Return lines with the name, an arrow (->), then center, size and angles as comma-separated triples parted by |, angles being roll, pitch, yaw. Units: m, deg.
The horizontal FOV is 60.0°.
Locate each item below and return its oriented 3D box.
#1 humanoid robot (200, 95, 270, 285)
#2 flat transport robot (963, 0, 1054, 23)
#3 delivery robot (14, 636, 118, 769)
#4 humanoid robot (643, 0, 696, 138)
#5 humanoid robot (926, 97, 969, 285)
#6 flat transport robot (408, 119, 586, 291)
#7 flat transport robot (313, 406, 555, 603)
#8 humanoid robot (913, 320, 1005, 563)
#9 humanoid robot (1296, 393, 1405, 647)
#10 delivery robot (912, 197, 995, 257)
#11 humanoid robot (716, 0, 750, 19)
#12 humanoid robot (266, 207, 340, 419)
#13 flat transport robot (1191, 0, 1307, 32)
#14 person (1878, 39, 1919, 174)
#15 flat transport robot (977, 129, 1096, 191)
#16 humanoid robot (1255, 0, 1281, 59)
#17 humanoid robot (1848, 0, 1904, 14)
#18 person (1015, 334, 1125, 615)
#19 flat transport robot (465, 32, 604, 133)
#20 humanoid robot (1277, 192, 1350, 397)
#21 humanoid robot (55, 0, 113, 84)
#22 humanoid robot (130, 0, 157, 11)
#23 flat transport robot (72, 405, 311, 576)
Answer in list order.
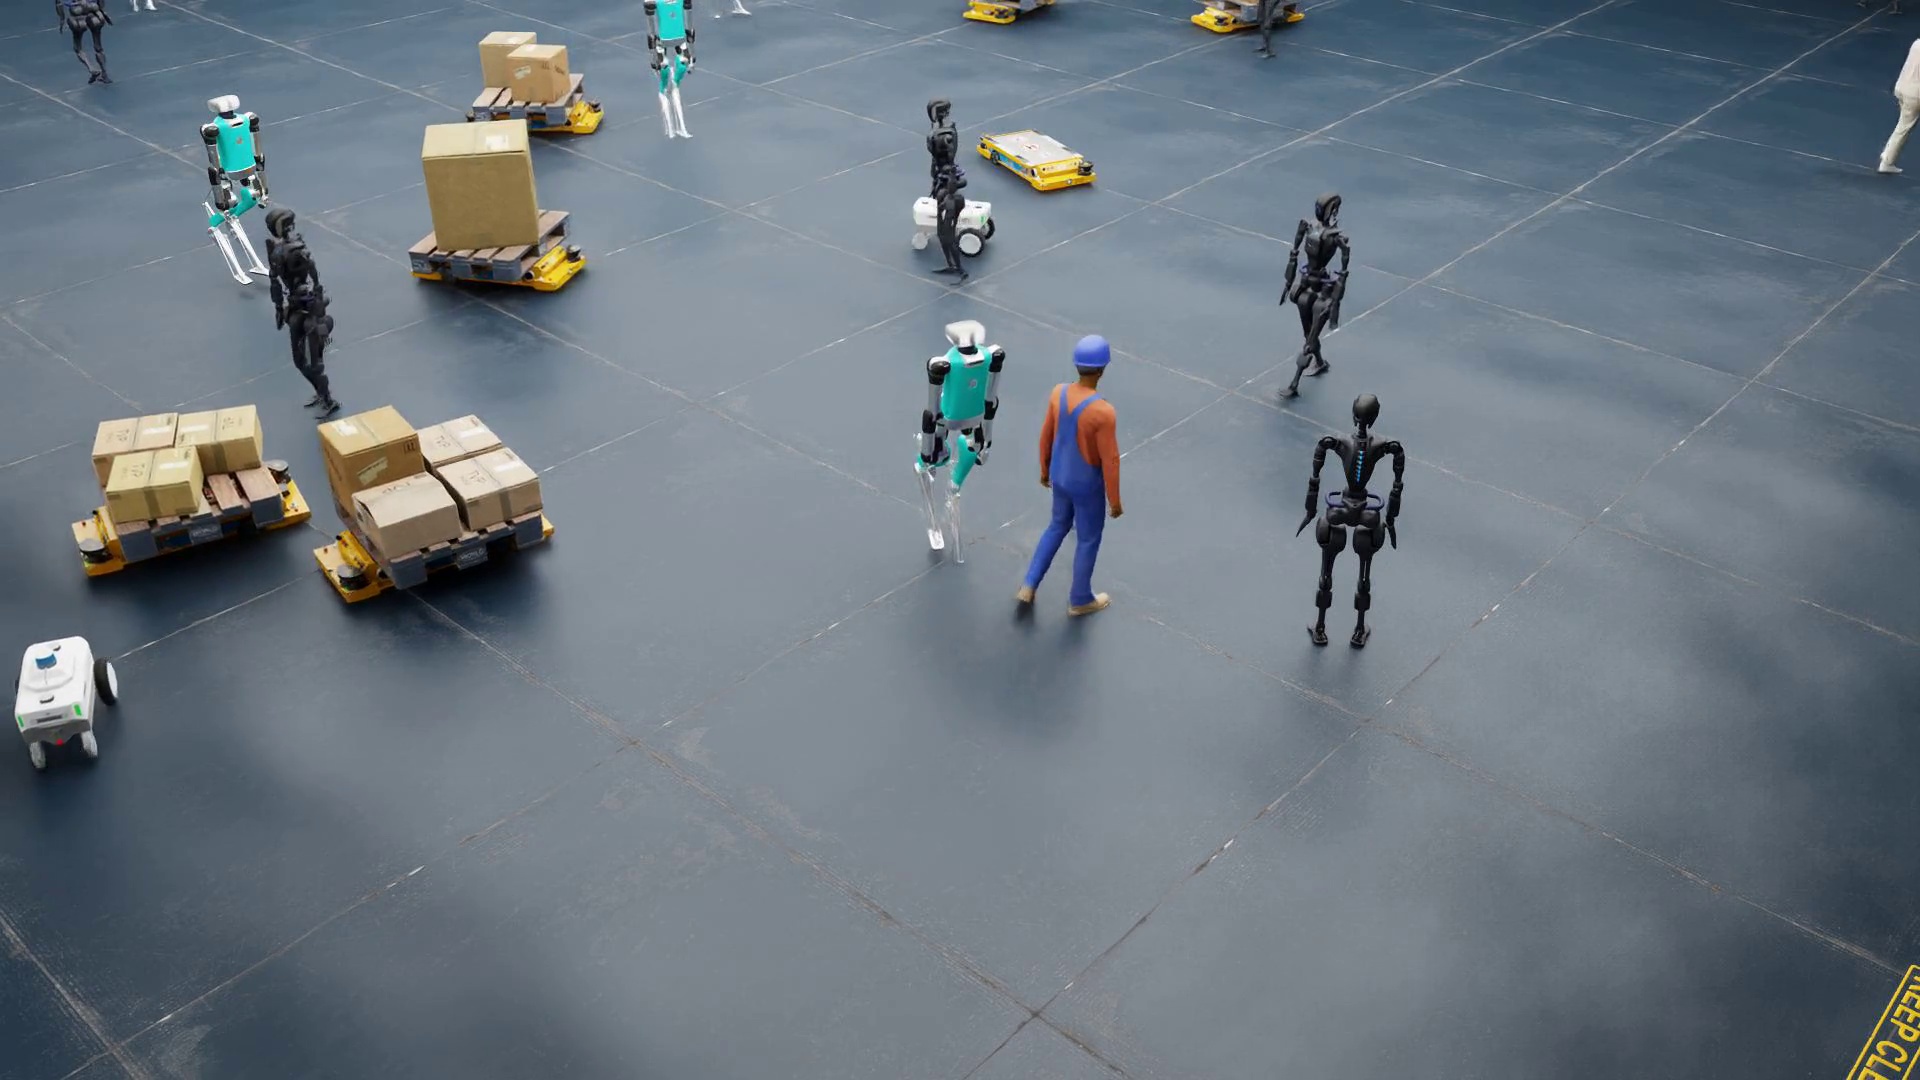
humanoid robot -> -6.452, -3.115, 14.651 | 0.735, 1.677, 0.533 | 19, 37, 28
flat transport robot -> 0.703, -7.474, 23.190 | 0.659, 0.231, 1.431 | 18, 36, 26
delivery robot -> -5.133, 0.883, 9.477 | 0.499, 0.610, 0.814 | -11, 34, -18
humanoid robot -> -3.216, -5.299, 18.310 | 0.540, 1.808, 0.633 | -16, 35, -24
humanoid robot -> -0.115, -3.141, 14.879 | 0.335, 1.649, 0.589 | -11, 33, -17
flat transport robot -> -4.243, -2.540, 15.243 | 1.431, 0.231, 0.659 | 7, 33, 11
flat transport robot -> -3.505, 0.003, 11.149 | 1.431, 0.231, 0.659 | -21, 38, -30
humanoid robot -> -0.107, -0.662, 10.871 | 0.553, 1.814, 0.763 | -18, 36, -26
humanoid robot -> 2.343, -0.122, 10.003 | 0.599, 1.657, 0.315 | 5, 32, 9
delivery robot -> -0.069, -3.025, 15.749 | 0.793, 0.590, 0.499 | 7, 33, 11
humanoid robot -> -3.114, -7.920, 22.625 | 0.749, 1.905, 0.548 | 8, 33, 13
humanoid robot -> -4.979, -1.727, 12.598 | 0.588, 1.655, 0.326 | 17, 36, 26
flat transport robot -> 3.933, -7.182, 22.720 | 1.431, 0.231, 0.659 | -16, 35, -24
person -> 9.937, -4.622, 17.255 | 0.442, 1.676, 0.497 | -2, 32, -4
flat transport robot -> 0.799, -4.057, 17.687 | 0.659, 0.231, 1.431 | -15, 35, -23
humanoid robot -> 3.942, -6.994, 21.083 | 0.388, 1.640, 0.589 | -7, 33, -12
humanoid robot -> 12.872, -8.122, 22.956 | 0.583, 1.636, 0.787 | -27, 41, -37
person -> 0.693, -0.345, 10.180 | 0.551, 1.891, 0.601 | -25, 40, -34
flat transport robot -> -4.833, -4.816, 18.910 | 1.431, 0.231, 0.659 | 0, 32, 0
humanoid robot -> 2.755, -1.941, 12.989 | 0.780, 1.622, 0.584 | -25, 39, -34
humanoid robot -> -10.533, -6.321, 19.996 | 0.374, 1.642, 0.608 | 25, 40, 34
humanoid robot -> -11.382, -8.142, 22.924 | 0.534, 1.812, 0.802 | -20, 37, -28
flat transport robot -> -5.281, -0.168, 11.424 | 1.431, 0.231, 0.659 | -18, 36, -27
